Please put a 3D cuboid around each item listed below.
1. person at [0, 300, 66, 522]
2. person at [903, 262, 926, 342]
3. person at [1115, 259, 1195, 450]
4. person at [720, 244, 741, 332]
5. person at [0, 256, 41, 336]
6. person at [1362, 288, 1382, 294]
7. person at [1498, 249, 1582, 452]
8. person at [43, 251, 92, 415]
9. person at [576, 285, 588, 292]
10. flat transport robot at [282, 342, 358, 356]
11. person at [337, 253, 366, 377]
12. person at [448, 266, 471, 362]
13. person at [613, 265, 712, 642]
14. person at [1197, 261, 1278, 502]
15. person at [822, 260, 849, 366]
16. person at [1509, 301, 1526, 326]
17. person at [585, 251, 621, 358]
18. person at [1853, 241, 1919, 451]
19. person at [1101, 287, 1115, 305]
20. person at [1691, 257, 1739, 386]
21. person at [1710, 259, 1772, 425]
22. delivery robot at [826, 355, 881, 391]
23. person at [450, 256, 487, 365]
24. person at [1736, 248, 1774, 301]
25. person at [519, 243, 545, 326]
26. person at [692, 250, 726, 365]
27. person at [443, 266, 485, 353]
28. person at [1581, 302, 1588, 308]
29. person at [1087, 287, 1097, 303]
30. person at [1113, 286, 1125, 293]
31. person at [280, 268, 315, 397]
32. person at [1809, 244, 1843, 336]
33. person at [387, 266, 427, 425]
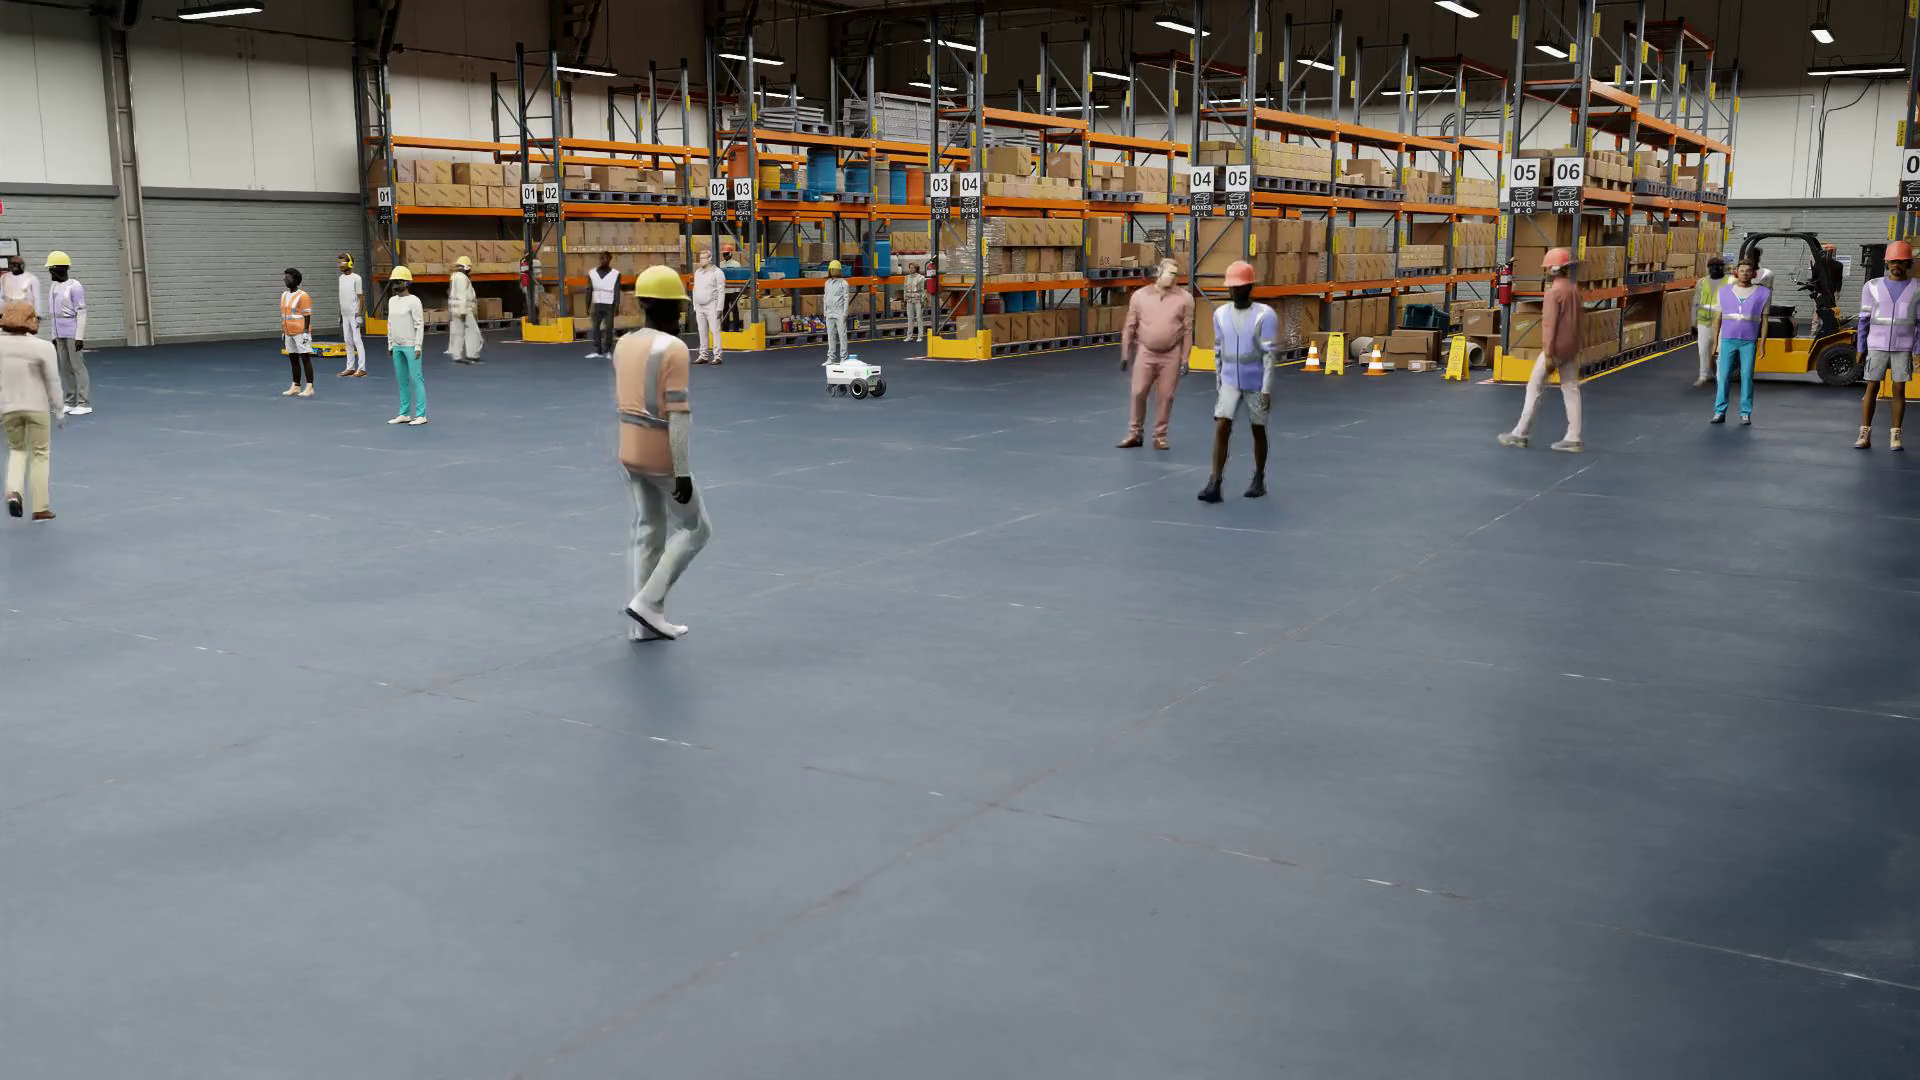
[{"bbox_3d":[-6.769,-0.929,12.069,0.518,1.617,0.366,-1,10,-7],"label":"person"},{"bbox_3d":[-0.937,-4.892,34.212,0.517,1.641,0.308,6,12,31],"label":"person"},{"bbox_3d":[1.906,-1.805,16.300,0.768,1.874,0.428,2,10,8],"label":"person"},{"bbox_3d":[-5.033,-5.422,36.187,0.614,1.994,0.381,6,12,31],"label":"person"},{"bbox_3d":[-15.407,-3.754,27.328,0.636,1.822,0.698,0,10,2],"label":"person"},{"bbox_3d":[9.727,-5.823,39.269,0.537,1.696,0.318,6,12,31],"label":"person"},{"bbox_3d":[5.771,-1.862,16.329,0.639,1.953,0.914,-8,13,-37],"label":"person"},{"bbox_3d":[-10.567,-2.441,19.680,0.589,1.927,0.368,6,12,31],"label":"person"},{"bbox_3d":[-8.896,-5.879,39.382,0.527,1.772,0.305,6,12,31],"label":"person"},{"bbox_3d":[-11.473,-3.442,29.928,1.431,0.197,0.652,6,12,31],"label":"flat transport robot"},{"bbox_3d":[-9.257,-3.403,25.229,0.520,1.871,0.326,6,12,31],"label":"person"},{"bbox_3d":[-8.552,-3.856,28.426,0.502,1.633,0.280,6,12,31],"label":"person"},{"bbox_3d":[-1.497,-0.417,8.386,0.414,1.910,0.619,-9,14,-42],"label":"person"},{"bbox_3d":[2.212,-1.228,13.023,0.549,1.878,0.918,6,12,30],"label":"person"},{"bbox_3d":[-2.055,-3.732,27.420,0.488,1.746,0.287,6,12,31],"label":"person"},{"bbox_3d":[13.748,-6.231,40.877,0.631,1.939,0.370,6,12,31],"label":"person"},{"bbox_3d":[-6.300,-4.132,29.304,0.729,1.883,0.352,2,10,8],"label":"person"},{"bbox_3d":[9.124,-1.896,16.303,0.609,2.043,0.376,6,12,31],"label":"person"},{"bbox_3d":[4.278,-7.389,47.076,0.681,2.000,0.785,6,12,31],"label":"person"},{"bbox_3d":[10.627,-3.043,23.405,0.666,1.831,0.430,9,13,41],"label":"person"},{"bbox_3d":[8.748,-2.219,18.654,0.566,1.849,0.387,6,12,31],"label":"person"},{"bbox_3d":[-1.404,-2.192,21.863,0.707,0.478,0.477,6,12,31],"label":"delivery robot"},{"bbox_3d":[-8.178,-3.805,27.665,0.686,1.799,0.616,-5,11,-27],"label":"person"},{"bbox_3d":[12.904,-3.772,27.115,0.647,1.946,0.379,8,13,37],"label":"person"},{"bbox_3d":[-9.555,-5.582,37.010,0.635,2.027,0.725,7,12,34],"label":"person"},{"bbox_3d":[-4.228,-3.883,27.816,0.644,1.908,0.408,6,12,31],"label":"person"},{"bbox_3d":[-9.206,-4.264,30.770,0.518,1.619,0.721,9,13,41],"label":"person"},{"bbox_3d":[14.571,-5.818,38.962,0.957,1.810,0.565,9,13,40],"label":"person"},{"bbox_3d":[3.741,-7.473,47.833,0.631,1.939,0.370,6,12,31],"label":"person"},{"bbox_3d":[4.480,-7.105,46.089,0.635,1.818,0.522,3,10,14],"label":"person"},{"bbox_3d":[-8.768,-2.736,21.968,0.537,1.700,0.318,6,12,31],"label":"person"},{"bbox_3d":[18.836,-5.423,36.186,0.614,1.997,0.374,6,12,31],"label":"person"},{"bbox_3d":[-6.201,-2.166,18.585,0.527,1.772,0.305,6,12,31],"label":"person"}]
